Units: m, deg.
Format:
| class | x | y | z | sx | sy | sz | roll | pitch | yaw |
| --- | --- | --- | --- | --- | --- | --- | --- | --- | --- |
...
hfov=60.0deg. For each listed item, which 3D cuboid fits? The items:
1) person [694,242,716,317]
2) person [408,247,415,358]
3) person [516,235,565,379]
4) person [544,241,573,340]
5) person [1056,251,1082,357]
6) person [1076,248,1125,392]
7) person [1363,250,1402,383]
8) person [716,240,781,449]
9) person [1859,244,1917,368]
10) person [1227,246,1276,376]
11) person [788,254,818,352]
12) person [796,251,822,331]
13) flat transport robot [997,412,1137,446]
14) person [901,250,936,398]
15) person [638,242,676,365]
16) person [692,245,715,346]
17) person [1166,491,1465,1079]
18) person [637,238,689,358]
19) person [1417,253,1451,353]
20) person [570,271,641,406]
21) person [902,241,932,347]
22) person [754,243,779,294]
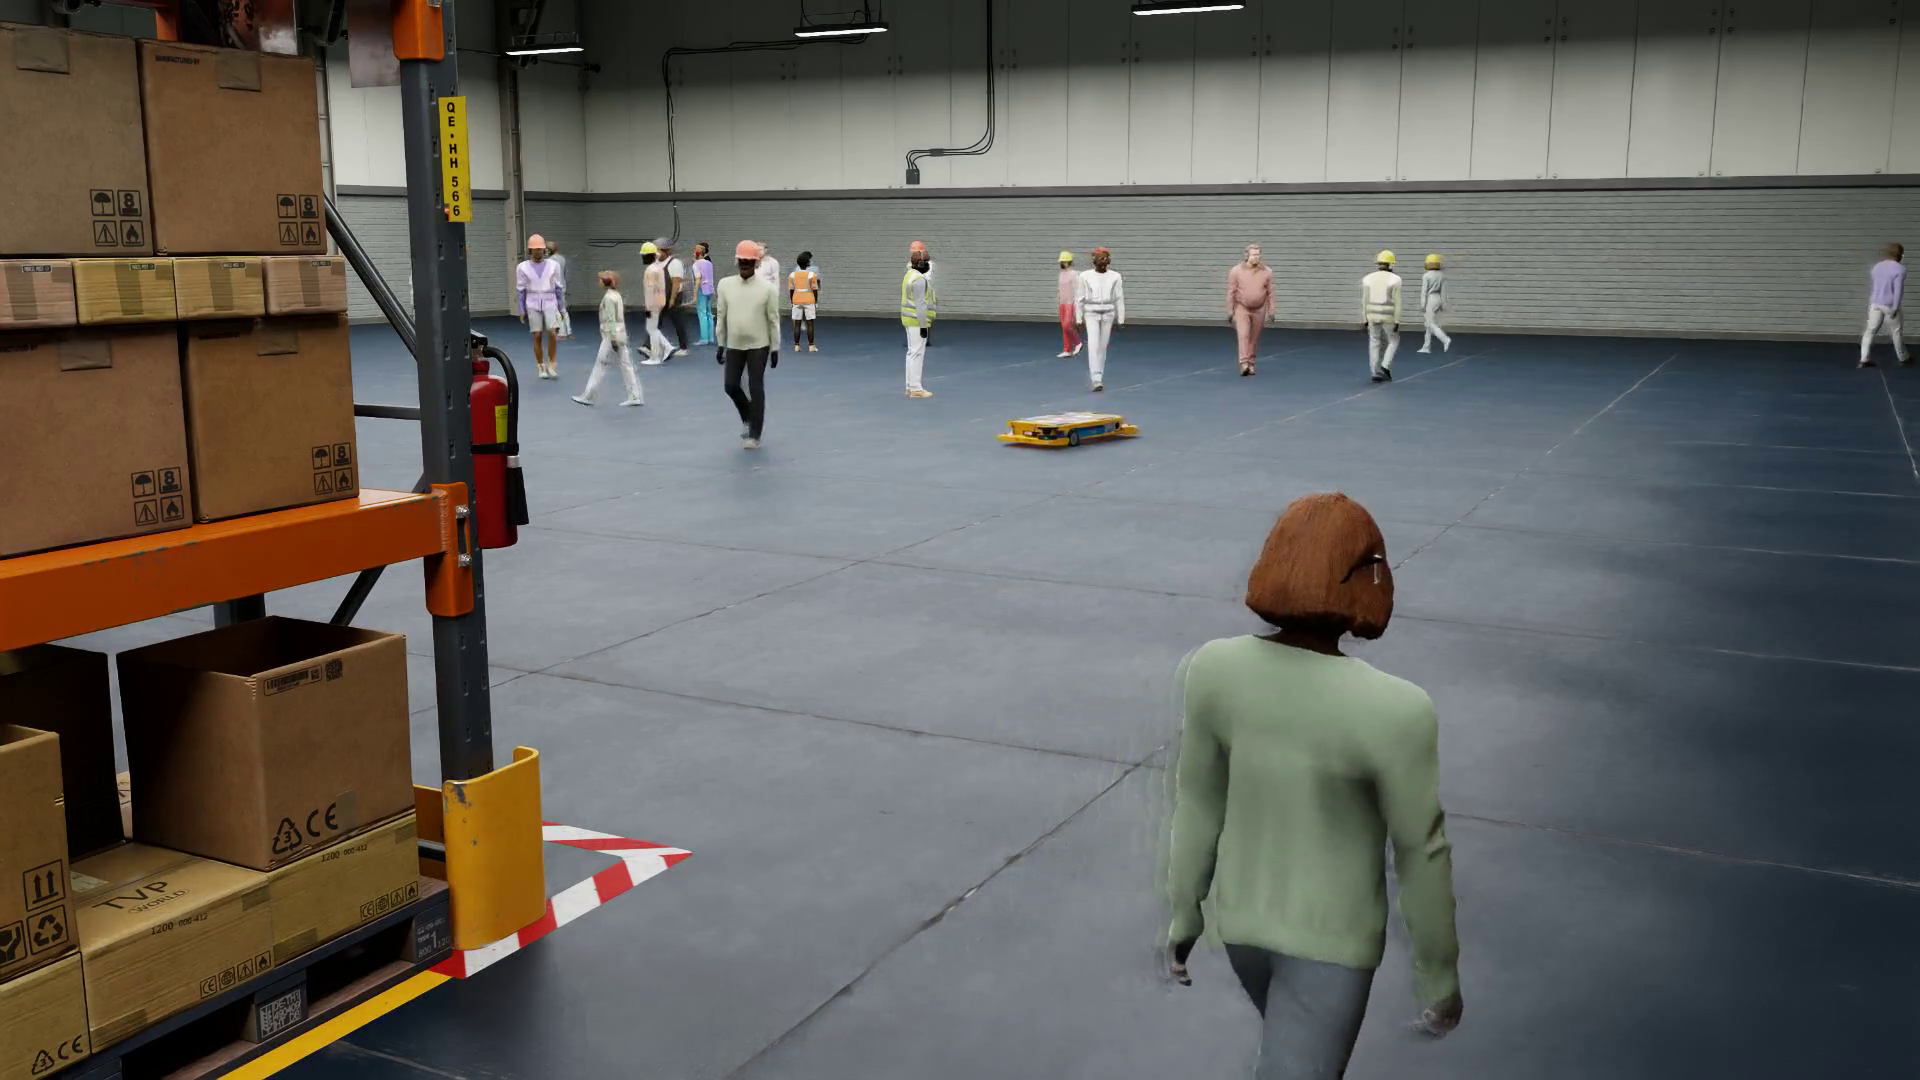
| class | x | y | z | sx | sy | sz | roll | pitch | yaw |
| --- | --- | --- | --- | --- | --- | --- | --- | --- | --- |
| person | -6.309 | -6.418 | 41.089 | 0.429 | 1.844 | 0.625 | -9 | 14 | -40 |
| person | -8.924 | -3.948 | 27.537 | 0.459 | 1.869 | 0.609 | -9 | 14 | -40 |
| person | -5.856 | -3.242 | 23.268 | 0.652 | 2.017 | 0.806 | -3 | 11 | -17 |
| person | -7.825 | -4.822 | 32.232 | 0.372 | 1.908 | 0.685 | 3 | 11 | 16 |
| person | 1.769 | -3.892 | 27.530 | 0.374 | 1.752 | 0.551 | -6 | 12 | -28 |
| person | 1.842 | -2.835 | 21.510 | 0.611 | 1.848 | 0.894 | -1 | 10 | -8 |
| person | 5.782 | -3.043 | 22.754 | 0.598 | 1.819 | 0.423 | 8 | 13 | 38 |
| person | -2.010 | -1.865 | 15.873 | 0.639 | 1.977 | 0.534 | 2 | 11 | 11 |
| person | 14.281 | -3.578 | 25.499 | 1.030 | 1.880 | 0.637 | -4 | 11 | -21 |
| person | 4.199 | -3.268 | 23.833 | 0.664 | 1.859 | 0.990 | 0 | 10 | -2 |
| person | -2.697 | -4.091 | 28.782 | 0.537 | 1.700 | 0.317 | 2 | 11 | 13 |
| person | -3.194 | -5.249 | 35.159 | 0.550 | 1.680 | 0.540 | -5 | 12 | -27 |
| flat transport robot | 1.068 | -1.105 | 16.398 | 0.652 | 0.197 | 1.431 | 9 | 14 | 40 |
| person | -0.516 | -2.696 | 20.829 | 0.430 | 1.838 | 0.632 | -2 | 11 | -11 |
| person | -4.785 | -3.691 | 26.012 | 0.448 | 1.913 | 0.616 | 1 | 10 | 5 |
| person | -4.712 | -4.487 | 30.541 | 0.389 | 1.845 | 0.564 | 4 | 11 | 22 |
| person | 0.608 | 0.703 | 2.937 | 0.850 | 1.587 | 0.517 | -9 | 14 | -40 |
| person | -4.916 | -4.049 | 27.626 | 0.688 | 2.000 | 1.071 | 5 | 12 | 28 |
| person | 8.161 | -4.042 | 28.491 | 0.498 | 1.723 | 0.707 | -7 | 13 | -34 |
| person | -4.193 | -2.367 | 19.659 | 0.844 | 1.600 | 0.520 | 1 | 10 | 5 |
| person | -0.779 | -4.432 | 30.083 | 0.563 | 1.908 | 0.819 | 6 | 12 | 28 |
| person | -3.767 | -4.614 | 31.153 | 0.656 | 1.872 | 0.849 | 3 | 11 | 17 |
